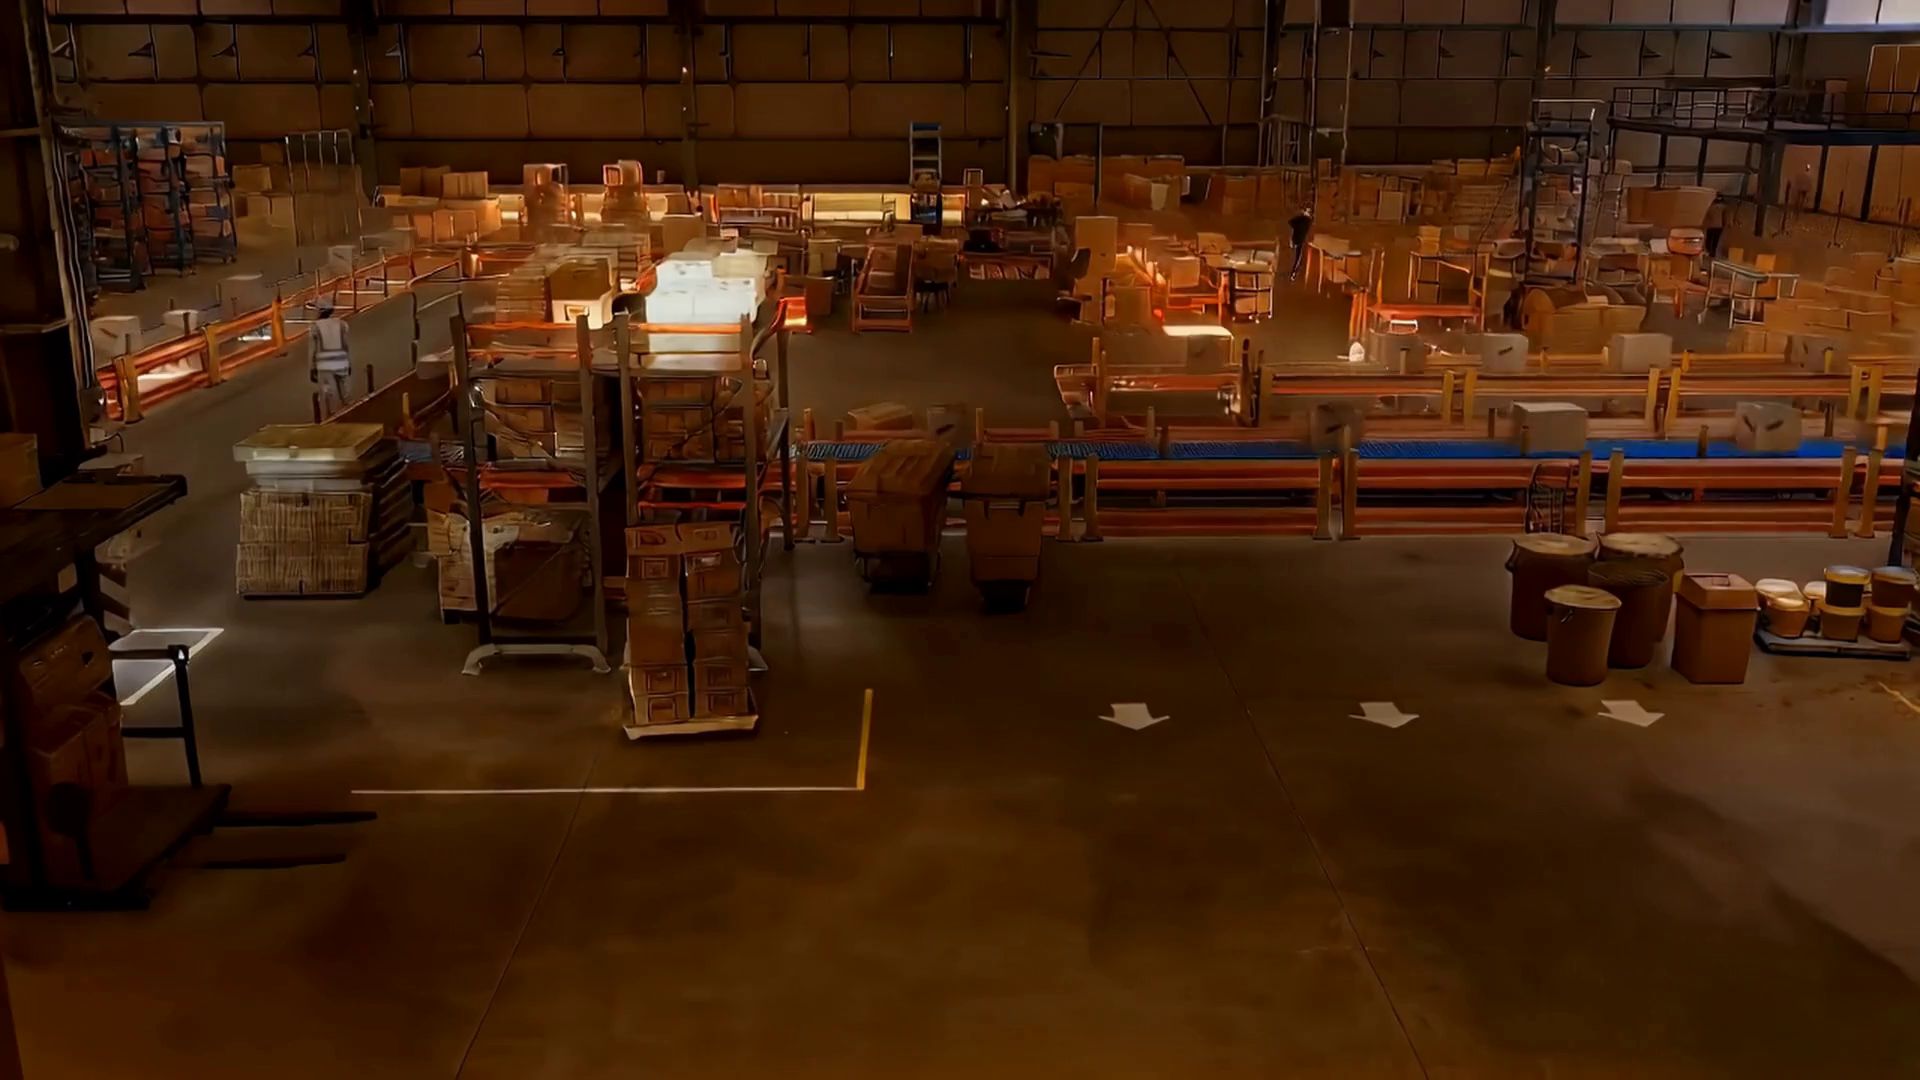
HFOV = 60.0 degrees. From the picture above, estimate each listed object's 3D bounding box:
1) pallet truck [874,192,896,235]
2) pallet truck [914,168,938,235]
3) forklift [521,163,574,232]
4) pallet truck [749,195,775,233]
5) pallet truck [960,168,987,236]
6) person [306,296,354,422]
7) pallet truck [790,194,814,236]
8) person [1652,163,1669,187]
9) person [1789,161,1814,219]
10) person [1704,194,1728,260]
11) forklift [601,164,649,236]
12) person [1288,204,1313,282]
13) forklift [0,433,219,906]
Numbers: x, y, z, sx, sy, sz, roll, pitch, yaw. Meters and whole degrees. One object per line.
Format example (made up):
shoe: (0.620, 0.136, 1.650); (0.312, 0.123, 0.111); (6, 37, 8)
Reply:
pallet truck: (-2.277, -9.986, 50.594); (0.653, 1.274, 1.630); (0, 16, -1)
pallet truck: (-0.989, -10.316, 50.507); (0.823, 1.965, 1.885); (1, 16, 3)
forklift: (-12.233, -10.122, 49.298); (1.157, 1.987, 2.680); (0, 16, -1)
pallet truck: (-6.051, -9.967, 50.660); (0.680, 1.201, 1.601); (0, 16, -1)
pallet truck: (0.383, -10.230, 50.206); (0.823, 1.965, 1.885); (-1, 16, -3)
person: (-8.739, -2.416, 23.133); (0.603, 1.949, 0.397); (-11, 19, -34)
pallet truck: (-4.814, -9.883, 50.259); (0.704, 1.261, 1.522); (-1, 16, -3)
person: (22.927, -11.383, 54.417); (0.354, 1.883, 0.573); (-11, 20, -34)
person: (28.122, -11.698, 55.525); (0.599, 1.886, 0.952); (-2, 16, -6)
person: (19.823, -8.199, 43.635); (0.532, 1.724, 0.884); (3, 16, 12)
forklift: (-9.948, -10.127, 49.296); (1.157, 1.987, 2.680); (-1, 16, -3)
person: (8.103, -7.051, 39.497); (0.506, 1.807, 0.994); (13, 20, 37)
forklift: (-5.952, 0.780, 10.366); (1.873, 2.768, 1.129); (0, 16, -1)
